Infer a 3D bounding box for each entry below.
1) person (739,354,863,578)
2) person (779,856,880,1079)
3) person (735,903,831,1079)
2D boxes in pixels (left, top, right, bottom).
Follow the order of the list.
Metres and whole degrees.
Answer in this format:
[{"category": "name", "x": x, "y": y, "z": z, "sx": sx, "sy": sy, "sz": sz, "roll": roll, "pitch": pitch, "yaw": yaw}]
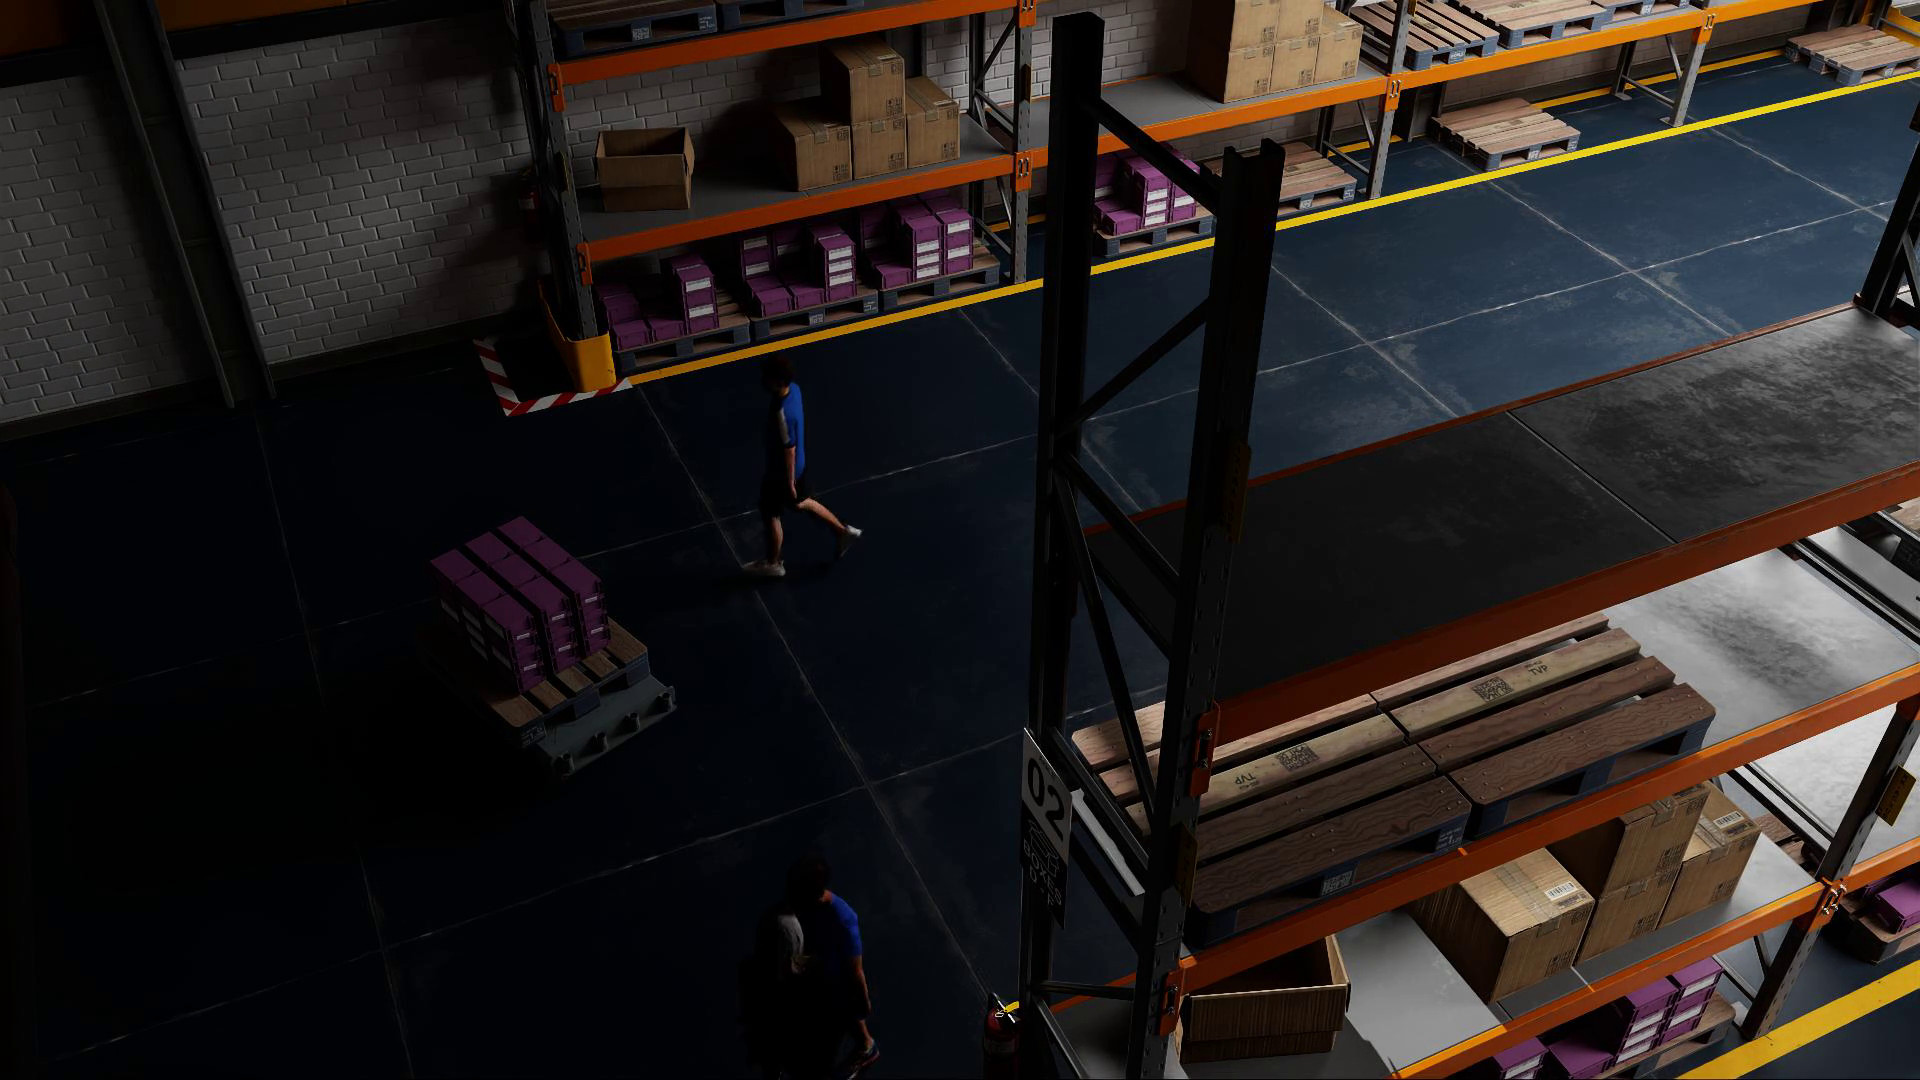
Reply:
[{"category": "person", "x": -1.132, "y": -0.516, "z": 11.618, "sx": 1.220, "sy": 1.841, "sz": 0.958, "roll": -1, "pitch": 39, "yaw": -1}, {"category": "person", "x": -0.586, "y": 2.154, "z": 8.284, "sx": 0.924, "sy": 1.829, "sz": 1.210, "roll": 30, "pitch": 47, "yaw": 32}, {"category": "person", "x": -0.823, "y": 2.394, "z": 8.057, "sx": 0.670, "sy": 1.738, "sz": 0.776, "roll": -7, "pitch": 39, "yaw": -9}]
